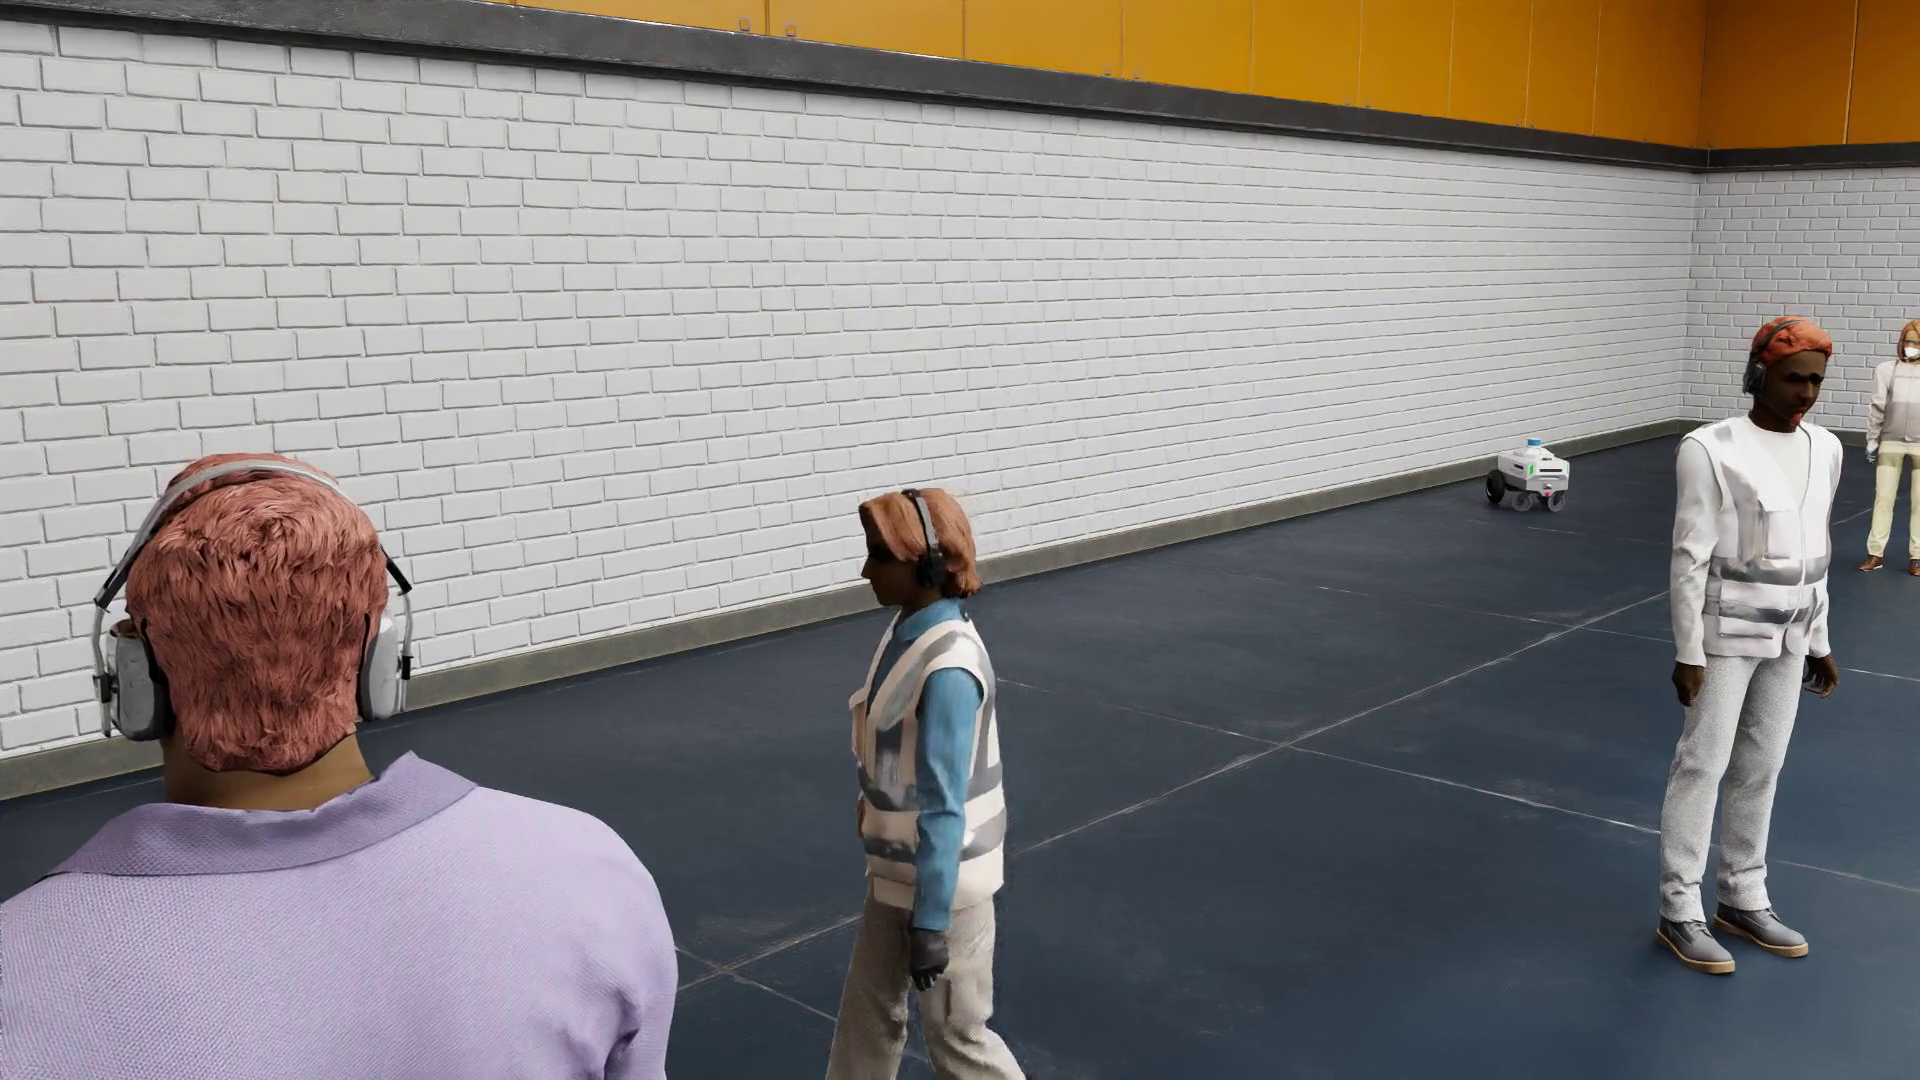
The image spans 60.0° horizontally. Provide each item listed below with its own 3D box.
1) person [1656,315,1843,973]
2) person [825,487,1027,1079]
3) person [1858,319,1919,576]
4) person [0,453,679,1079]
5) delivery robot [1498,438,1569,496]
[{"bbox_3d":[2.297,0.299,4.817,0.573,1.887,0.354,-4,11,-21],"label":"person"},{"bbox_3d":[-0.070,0.689,3.377,0.634,1.622,0.531,-2,10,-12],"label":"person"},{"bbox_3d":[6.038,-0.587,10.580,0.502,1.632,0.292,8,13,39],"label":"person"},{"bbox_3d":[-0.563,0.875,1.481,0.638,1.910,0.407,-7,12,-35],"label":"person"},{"bbox_3d":[4.584,-0.574,13.308,0.477,0.478,0.707,-1,10,-4],"label":"delivery robot"}]
